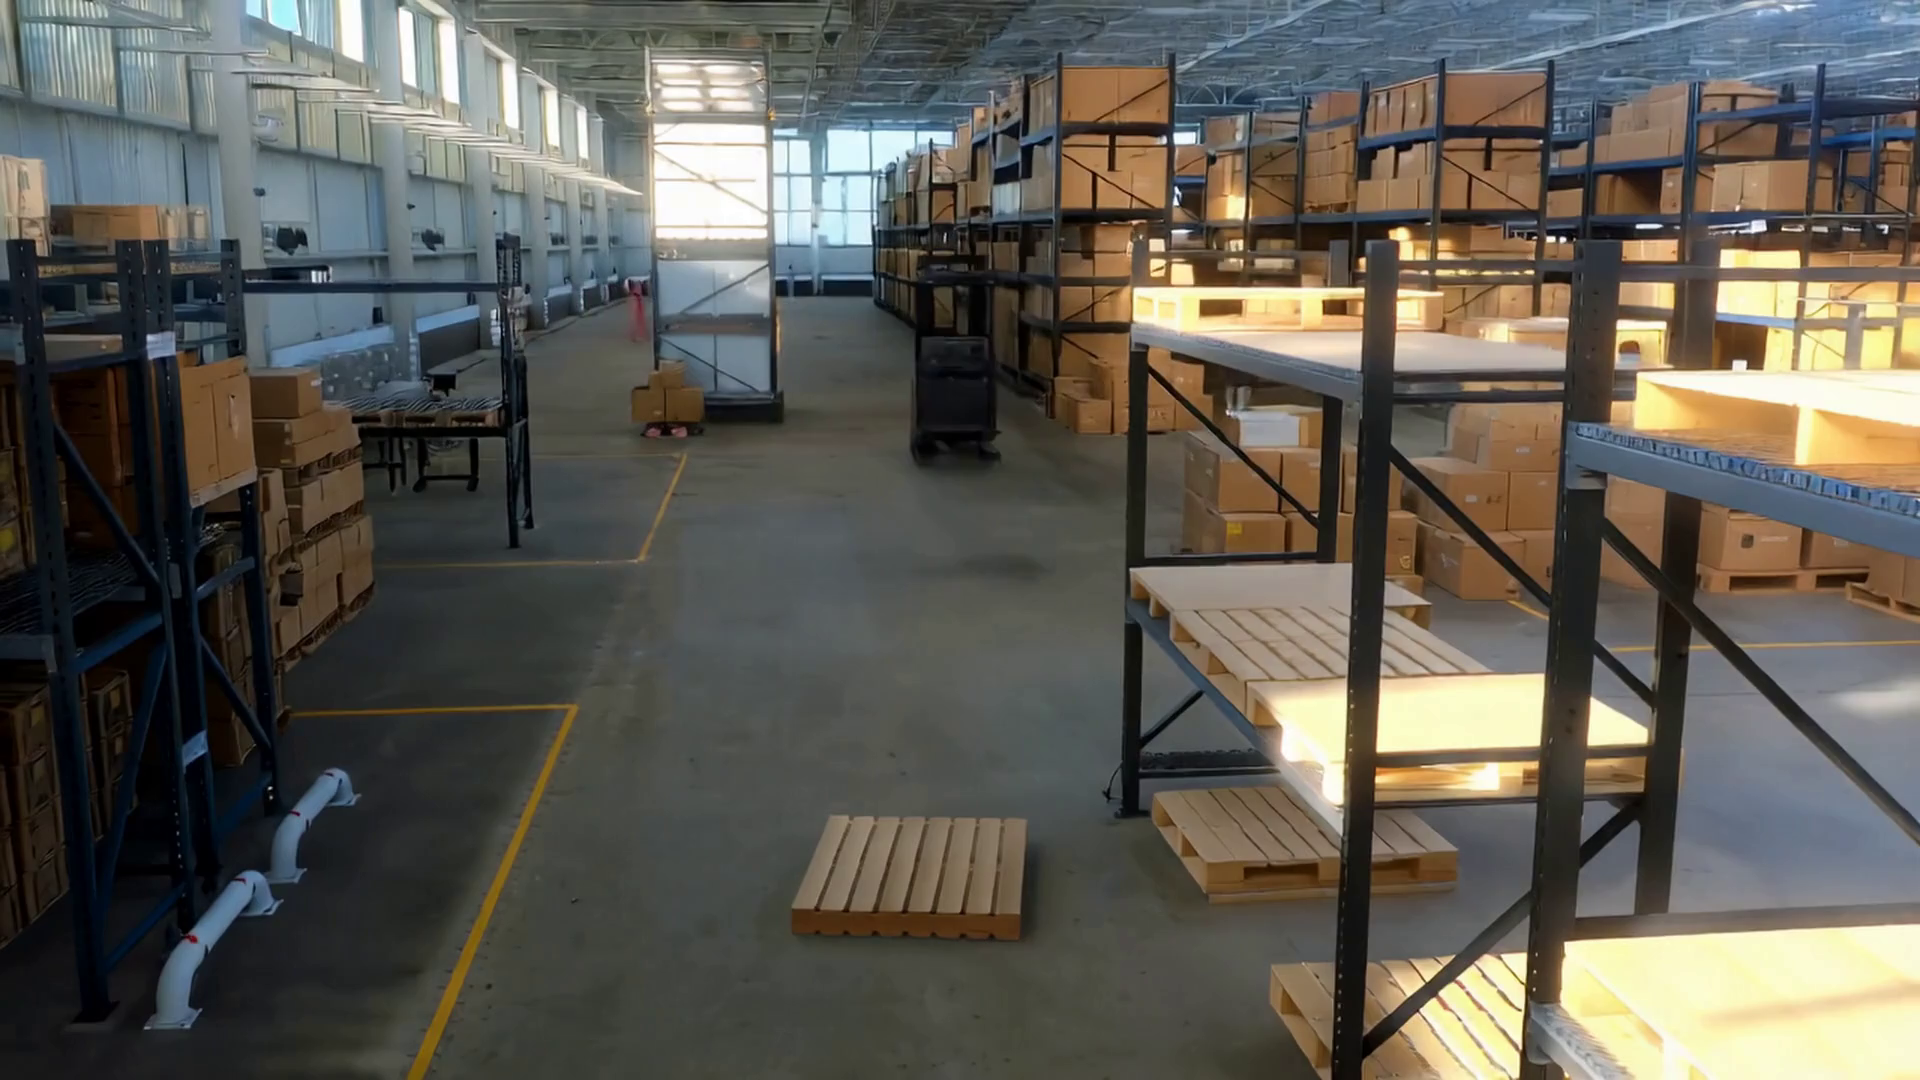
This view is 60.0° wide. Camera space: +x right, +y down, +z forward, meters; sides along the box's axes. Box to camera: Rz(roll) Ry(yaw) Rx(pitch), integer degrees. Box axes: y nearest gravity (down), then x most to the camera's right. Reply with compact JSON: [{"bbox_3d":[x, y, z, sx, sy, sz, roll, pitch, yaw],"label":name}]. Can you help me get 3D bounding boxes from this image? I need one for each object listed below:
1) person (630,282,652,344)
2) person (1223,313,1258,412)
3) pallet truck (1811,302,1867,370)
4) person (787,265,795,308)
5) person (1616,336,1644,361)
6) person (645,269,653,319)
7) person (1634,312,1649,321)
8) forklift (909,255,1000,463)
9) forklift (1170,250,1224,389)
[{"bbox_3d":[-9.338,-6.666,48.823,0.857,1.808,0.599,2,11,13],"label":"person"},{"bbox_3d":[3.999,-2.260,23.909,0.396,1.992,0.619,-7,12,-35],"label":"person"},{"bbox_3d":[15.846,-3.142,28.793,1.885,1.965,0.823,2,10,12],"label":"pallet truck"},{"bbox_3d":[-7.546,-11.335,74.371,0.371,1.933,0.627,-2,10,-12],"label":"person"},{"bbox_3d":[7.617,-1.365,19.130,0.369,1.932,0.581,1,10,5],"label":"person"},{"bbox_3d":[-11.991,-9.535,64.499,0.397,1.899,0.663,1,10,3],"label":"person"},{"bbox_3d":[11.774,-3.077,29.024,0.637,1.797,0.972,-1,10,-3],"label":"person"},{"bbox_3d":[-0.112,-2.574,23.195,1.129,2.768,1.873,-1,10,-6],"label":"forklift"},{"bbox_3d":[4.885,-4.419,33.419,1.873,2.768,1.129,-1,10,-6],"label":"forklift"}]
